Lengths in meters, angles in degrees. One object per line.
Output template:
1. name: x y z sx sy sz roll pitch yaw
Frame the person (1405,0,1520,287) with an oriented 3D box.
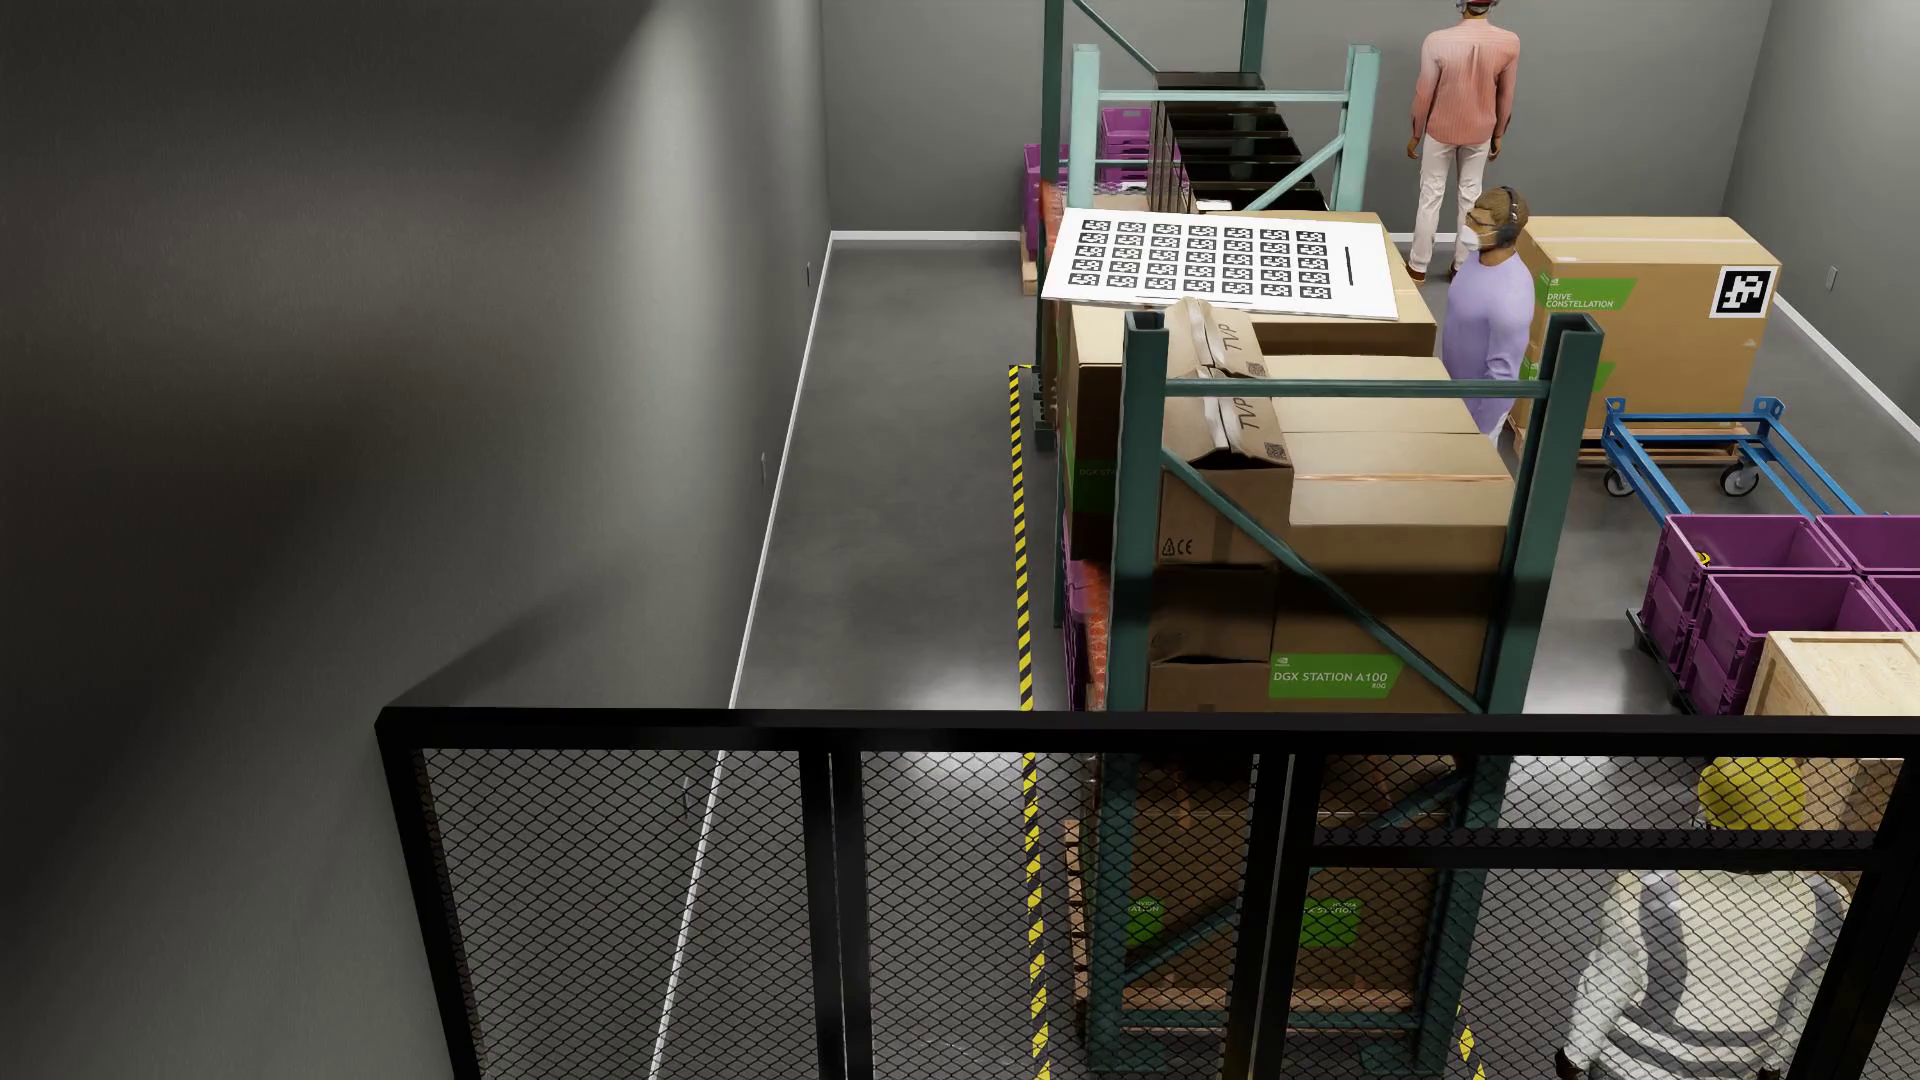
1. person: 3.116 -2.561 10.413 0.614 1.997 0.374 0 31 0

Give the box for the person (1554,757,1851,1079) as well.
1. person: 1.818 1.263 4.218 0.593 1.833 0.404 0 31 0

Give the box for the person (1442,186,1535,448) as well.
1. person: 2.199 -0.592 7.198 0.370 1.940 0.631 0 31 0
